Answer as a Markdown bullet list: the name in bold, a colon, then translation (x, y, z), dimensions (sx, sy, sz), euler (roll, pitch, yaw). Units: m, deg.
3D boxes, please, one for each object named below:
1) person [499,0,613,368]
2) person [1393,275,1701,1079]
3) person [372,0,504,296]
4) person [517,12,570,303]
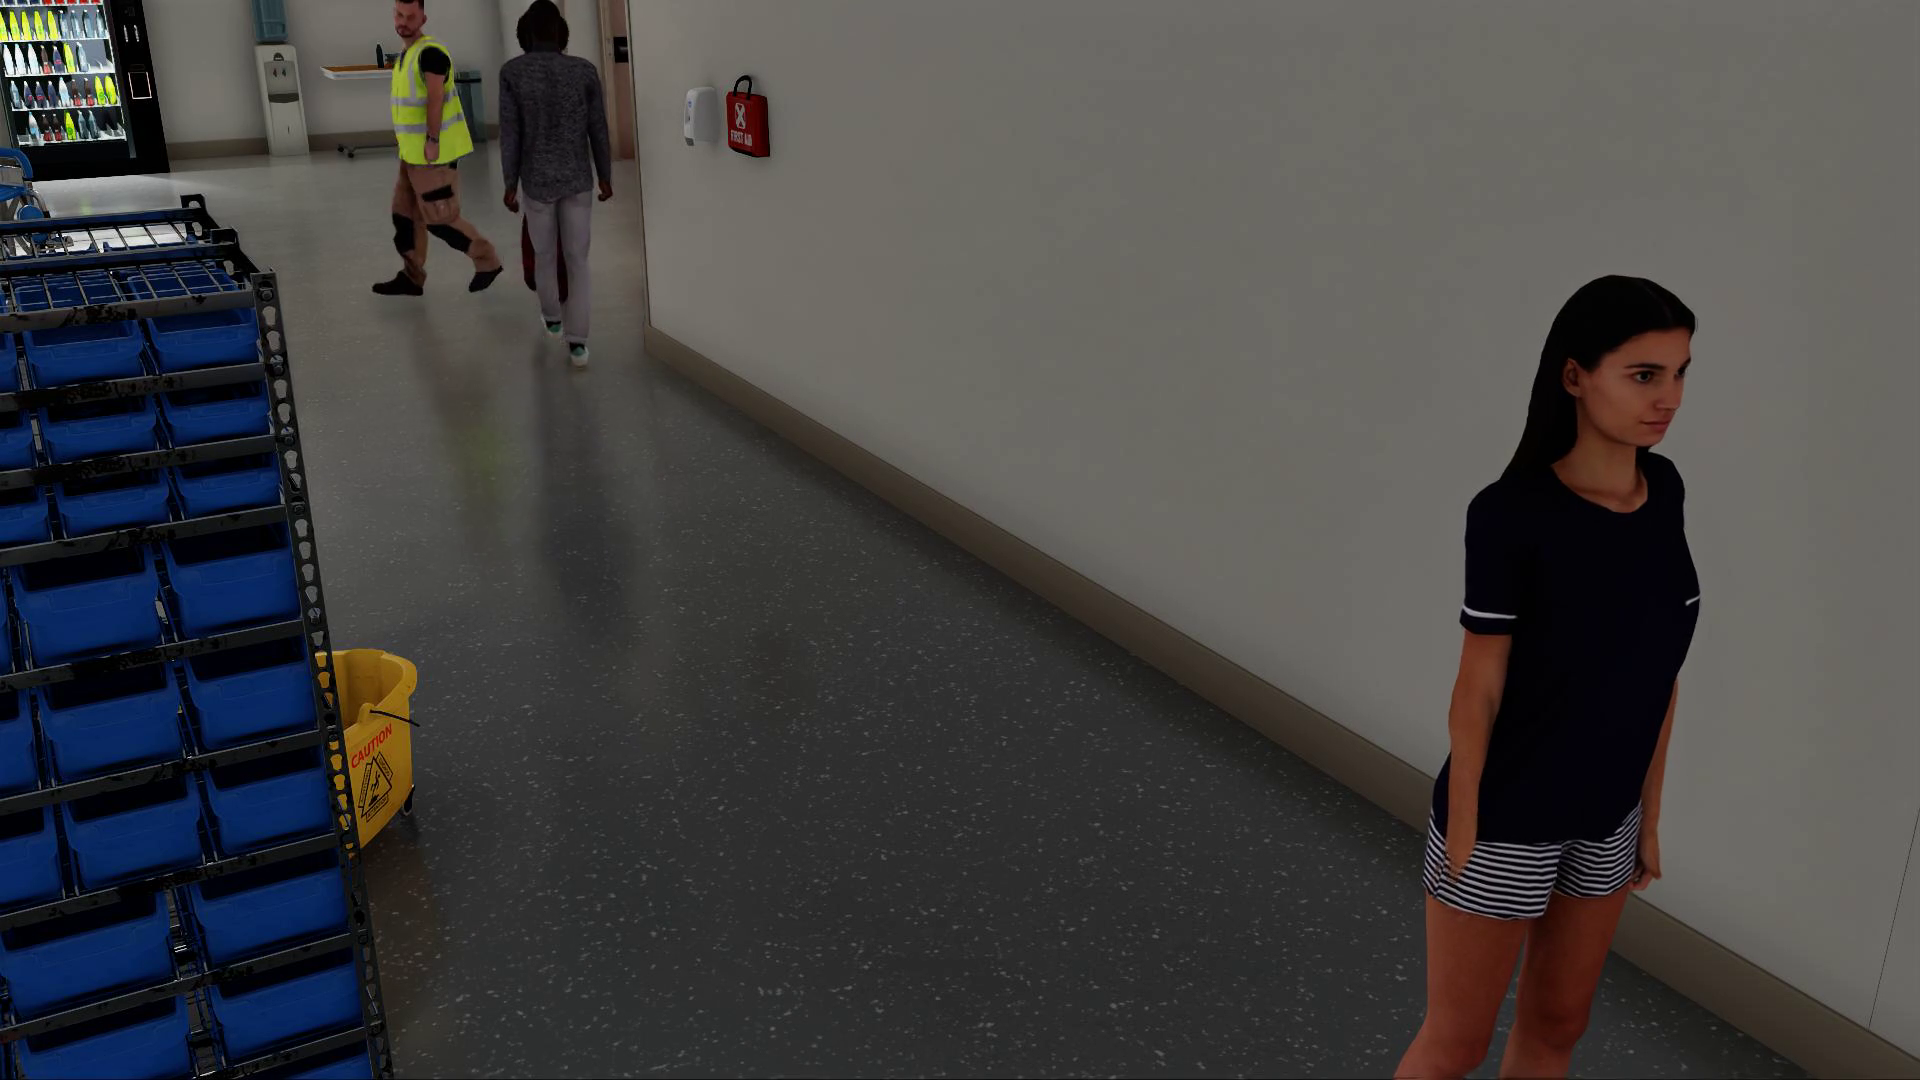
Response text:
- **person**: translation (-2.047, -1.778, 8.475), dimensions (1.104, 1.804, 0.976), euler (-5, 21, -13)
- **person**: translation (0.918, 0.447, 2.658), dimensions (0.500, 1.764, 0.655), euler (-9, 22, -21)
- **person**: translation (-3.122, -2.318, 9.896), dimensions (0.955, 1.807, 0.743), euler (-10, 23, -25)
- **person**: translation (-2.423, -2.213, 9.775), dimensions (0.873, 1.697, 0.876), euler (-1, 21, -2)
